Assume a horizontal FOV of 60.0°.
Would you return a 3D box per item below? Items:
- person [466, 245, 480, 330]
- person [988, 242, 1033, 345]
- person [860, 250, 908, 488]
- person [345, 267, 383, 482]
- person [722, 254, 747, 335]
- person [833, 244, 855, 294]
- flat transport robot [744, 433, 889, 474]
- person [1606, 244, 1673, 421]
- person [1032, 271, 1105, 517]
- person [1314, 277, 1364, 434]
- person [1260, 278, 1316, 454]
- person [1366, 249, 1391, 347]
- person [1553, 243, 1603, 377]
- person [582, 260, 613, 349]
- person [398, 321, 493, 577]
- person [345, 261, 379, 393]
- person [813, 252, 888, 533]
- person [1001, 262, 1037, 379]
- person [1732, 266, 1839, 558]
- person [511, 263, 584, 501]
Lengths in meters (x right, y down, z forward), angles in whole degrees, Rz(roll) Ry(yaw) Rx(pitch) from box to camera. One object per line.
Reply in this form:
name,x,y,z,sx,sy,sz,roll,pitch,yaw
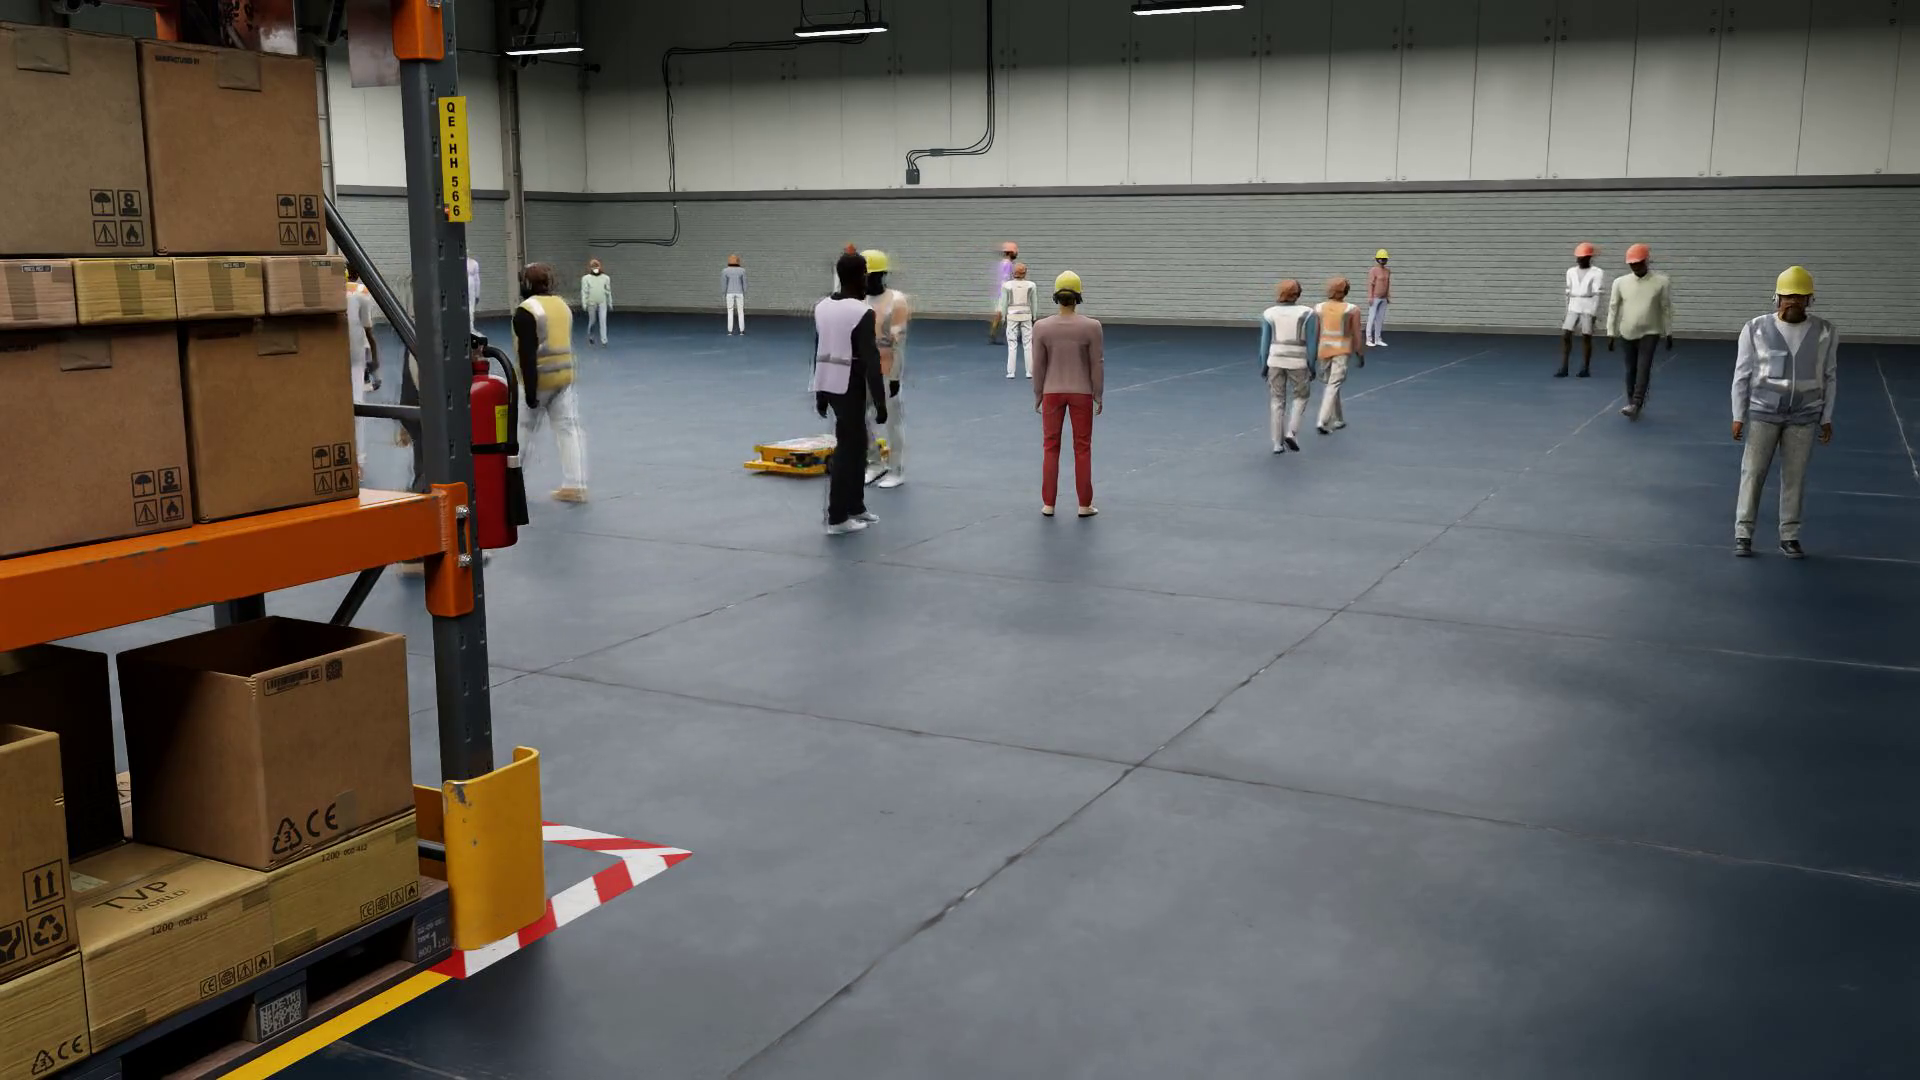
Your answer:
person,-9.481,-4.721,31.717,0.651,1.886,0.790,-3,11,-17
person,0.962,-4.519,30.602,0.975,1.882,0.565,-1,10,-6
person,-0.639,-1.355,13.301,0.604,1.900,0.487,8,13,39
person,-5.073,-1.385,13.649,0.534,1.834,0.791,-1,10,-3
person,-4.584,-4.989,33.861,0.507,1.633,0.277,-2,11,-9
person,-2.183,-4.794,32.235,0.582,1.833,0.979,-5,12,-26
flat transport robot,-1.185,-0.768,14.563,0.652,0.197,1.431,7,12,32
person,7.485,-2.280,18.316,0.689,1.919,1.033,6,12,28
person,0.776,-1.041,11.962,0.525,1.772,0.305,2,11,11
person,3.874,-1.901,17.134,0.534,1.594,0.870,8,13,37
person,3.049,-1.610,15.446,0.542,1.623,0.372,5,12,26
person,7.668,-4.415,30.367,0.530,1.767,0.328,-7,12,-33
person,8.777,-3.241,23.595,0.554,1.906,0.803,10,14,44
person,-6.524,-4.239,29.885,0.540,1.593,0.772,-3,11,-18
person,-3.062,-0.679,9.884,0.706,1.812,0.532,-5,12,-26
person,-7.782,-2.735,21.400,0.533,1.697,0.318,2,11,10
person,-0.673,-1.000,11.362,0.659,1.900,0.621,-8,13,-36
person,0.834,-3.094,23.512,0.523,1.638,0.310,-1,10,-7
person,5.163,-0.792,10.432,0.600,1.830,0.403,3,11,14
person,-3.275,-1.197,12.730,0.928,1.799,0.631,5,12,26
